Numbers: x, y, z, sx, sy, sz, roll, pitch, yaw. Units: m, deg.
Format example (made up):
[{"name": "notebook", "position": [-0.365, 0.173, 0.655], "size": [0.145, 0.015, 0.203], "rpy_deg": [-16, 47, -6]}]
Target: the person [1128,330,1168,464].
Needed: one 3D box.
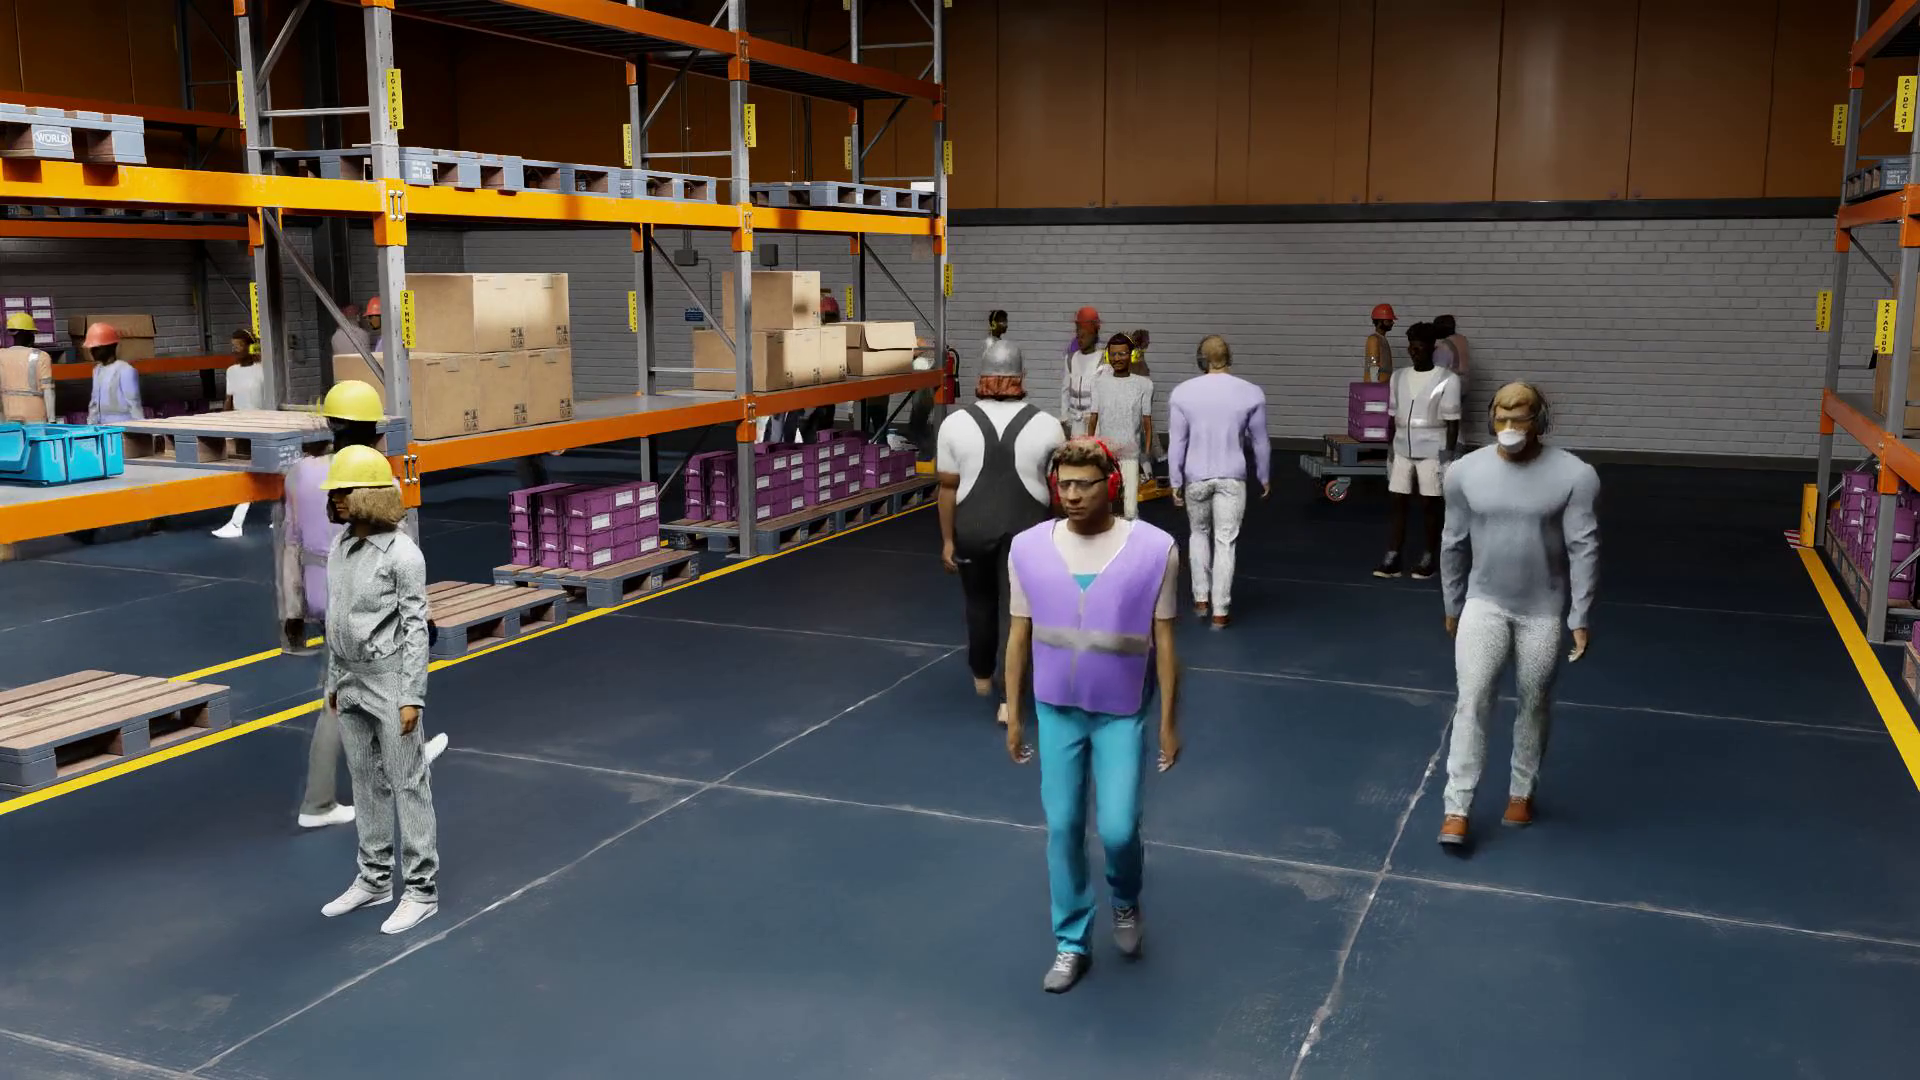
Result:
[{"name": "person", "position": [2.182, -1.703, 19.913], "size": [0.850, 1.595, 0.530], "rpy_deg": [0, 9, 3]}]

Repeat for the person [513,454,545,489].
[{"name": "person", "position": [-4.038, -1.102, 15.435], "size": [0.439, 1.873, 0.733], "rpy_deg": [-2, 10, -12]}]

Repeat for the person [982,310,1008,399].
[{"name": "person", "position": [0.509, -1.776, 19.605], "size": [0.740, 1.844, 0.533], "rpy_deg": [4, 10, 22]}]

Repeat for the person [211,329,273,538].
[{"name": "person", "position": [-6.289, -0.958, 14.745], "size": [0.525, 1.818, 1.001], "rpy_deg": [4, 10, 25]}]

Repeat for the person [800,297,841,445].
[{"name": "person", "position": [-1.696, -1.987, 20.453], "size": [0.533, 1.979, 0.646], "rpy_deg": [7, 12, 37]}]

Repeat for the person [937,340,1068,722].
[{"name": "person", "position": [0.230, -0.095, 8.818], "size": [0.690, 2.000, 1.041], "rpy_deg": [0, 9, 3]}]

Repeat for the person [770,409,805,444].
[{"name": "person", "position": [-1.848, -1.448, 17.853], "size": [0.329, 1.765, 0.526], "rpy_deg": [6, 11, 33]}]

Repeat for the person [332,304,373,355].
[{"name": "person", "position": [-7.353, -1.926, 20.331], "size": [0.678, 1.894, 0.418], "rpy_deg": [6, 11, 32]}]

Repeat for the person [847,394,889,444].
[{"name": "person", "position": [-0.980, -1.413, 17.675], "size": [0.530, 1.760, 0.340], "rpy_deg": [-7, 11, -34]}]

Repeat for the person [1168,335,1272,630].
[{"name": "person", "position": [1.720, -0.392, 11.012], "size": [0.669, 1.907, 0.752], "rpy_deg": [2, 10, 12]}]

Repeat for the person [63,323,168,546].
[{"name": "person", "position": [-7.276, -0.902, 14.197], "size": [0.567, 1.874, 1.020], "rpy_deg": [7, 12, 37]}]

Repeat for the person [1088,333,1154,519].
[{"name": "person", "position": [1.189, -0.607, 12.437], "size": [0.514, 1.872, 0.328], "rpy_deg": [2, 10, 12]}]

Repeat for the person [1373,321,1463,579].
[{"name": "person", "position": [3.447, -0.659, 12.525], "size": [0.641, 1.966, 0.488], "rpy_deg": [9, 13, 42]}]

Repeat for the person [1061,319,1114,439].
[{"name": "person", "position": [1.277, -1.202, 16.069], "size": [0.583, 1.863, 0.718], "rpy_deg": [8, 12, 38]}]

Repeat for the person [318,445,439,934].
[{"name": "person", "position": [-2.097, 0.528, 5.939], "size": [0.485, 1.745, 0.296], "rpy_deg": [6, 11, 33]}]

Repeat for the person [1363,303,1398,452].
[{"name": "person", "position": [4.807, -1.733, 19.058], "size": [0.356, 1.938, 0.543], "rpy_deg": [4, 10, 21]}]

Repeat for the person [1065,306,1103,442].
[{"name": "person", "position": [1.384, -1.709, 18.999], "size": [0.836, 1.908, 0.565], "rpy_deg": [3, 10, 20]}]

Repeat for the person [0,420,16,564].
[{"name": "person", "position": [-7.802, -0.773, 12.971], "size": [0.647, 2.020, 0.719], "rpy_deg": [8, 12, 39]}]

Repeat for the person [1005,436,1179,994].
[{"name": "person", "position": [0.429, 0.565, 5.456], "size": [0.587, 1.826, 0.451], "rpy_deg": [3, 10, 18]}]

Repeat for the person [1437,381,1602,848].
[{"name": "person", "position": [2.250, 0.314, 6.768], "size": [0.643, 1.897, 0.917], "rpy_deg": [4, 10, 23]}]

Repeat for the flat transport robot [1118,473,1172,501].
[{"name": "flat transport robot", "position": [1.388, -0.577, 17.091], "size": [1.431, 0.197, 0.652], "rpy_deg": [6, 11, 33]}]

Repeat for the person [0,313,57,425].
[{"name": "person", "position": [-8.844, -1.182, 15.754], "size": [0.589, 1.924, 0.384], "rpy_deg": [0, 9, -2]}]

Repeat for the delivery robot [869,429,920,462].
[{"name": "delivery robot", "position": [-0.742, -0.992, 18.462], "size": [0.477, 0.478, 0.707], "rpy_deg": [-9, 13, -42]}]

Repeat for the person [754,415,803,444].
[{"name": "person", "position": [-2.138, -1.759, 19.650], "size": [0.930, 1.794, 0.625], "rpy_deg": [8, 12, 39]}]

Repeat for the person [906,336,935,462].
[{"name": "person", "position": [-0.412, -1.433, 18.212], "size": [0.465, 1.607, 0.549], "rpy_deg": [1, 9, 9]}]

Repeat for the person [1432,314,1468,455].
[{"name": "person", "position": [5.609, -1.681, 19.140], "size": [0.456, 1.820, 0.675], "rpy_deg": [7, 12, 38]}]

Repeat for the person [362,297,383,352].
[{"name": "person", "position": [-5.947, -1.486, 17.238], "size": [0.391, 2.040, 0.615], "rpy_deg": [-5, 11, -29]}]

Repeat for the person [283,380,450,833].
[{"name": "person", "position": [-2.541, 0.253, 7.186], "size": [0.619, 1.873, 0.974], "rpy_deg": [5, 11, 29]}]
